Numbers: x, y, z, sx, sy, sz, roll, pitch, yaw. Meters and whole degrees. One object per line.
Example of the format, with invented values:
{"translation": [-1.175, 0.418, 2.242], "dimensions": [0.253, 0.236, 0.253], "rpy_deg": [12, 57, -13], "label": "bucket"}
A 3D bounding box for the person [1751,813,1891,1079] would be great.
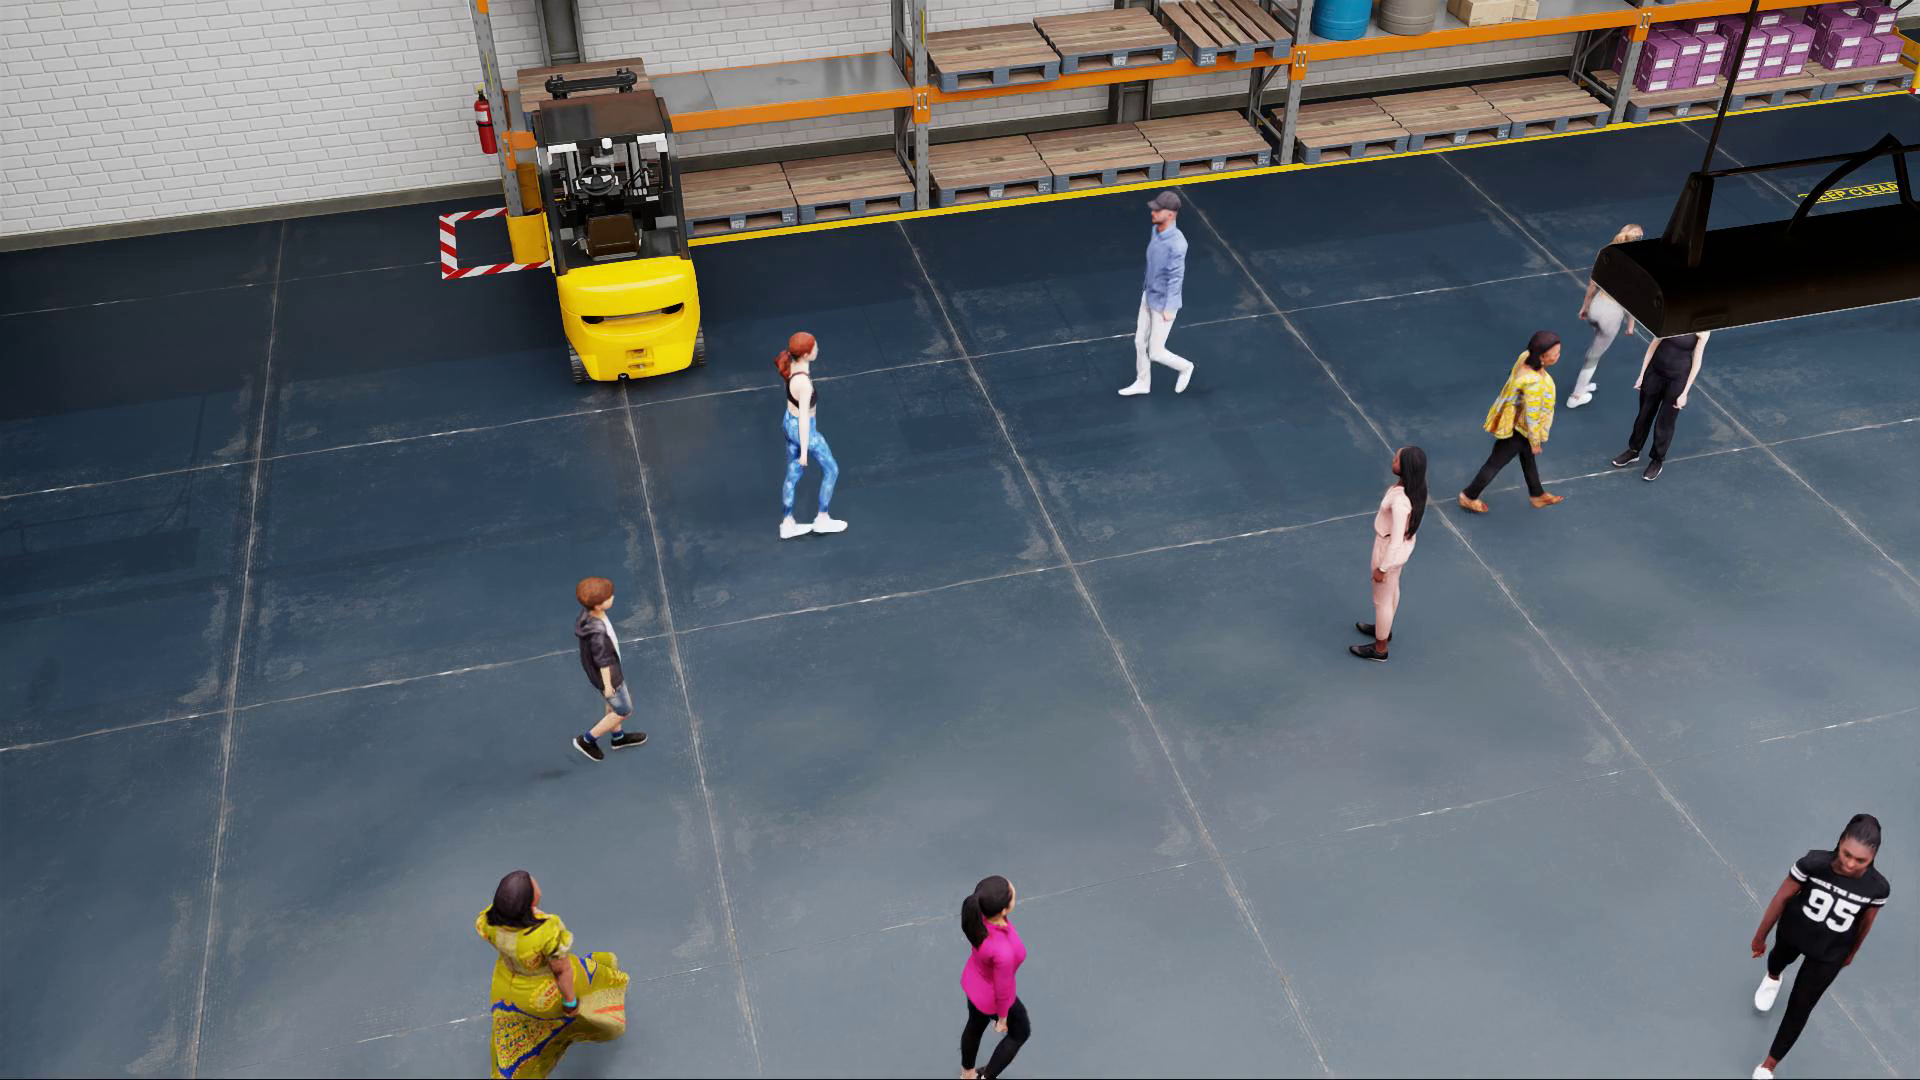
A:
{"translation": [4.518, 2.068, 8.824], "dimensions": [1.137, 1.680, 1.221], "rpy_deg": [22, 43, 25], "label": "person"}

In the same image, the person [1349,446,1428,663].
{"translation": [2.932, 0.083, 11.277], "dimensions": [0.735, 1.720, 0.701], "rpy_deg": [15, 41, 18], "label": "person"}

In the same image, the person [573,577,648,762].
{"translation": [-2.308, 0.835, 10.559], "dimensions": [0.724, 1.440, 0.580], "rpy_deg": [-14, 41, -17], "label": "person"}

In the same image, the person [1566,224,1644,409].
{"translation": [5.245, -1.810, 13.668], "dimensions": [0.712, 1.694, 0.674], "rpy_deg": [-19, 43, -23], "label": "person"}

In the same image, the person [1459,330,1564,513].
{"translation": [4.116, -0.857, 12.538], "dimensions": [1.150, 1.616, 0.996], "rpy_deg": [8, 39, 10], "label": "person"}

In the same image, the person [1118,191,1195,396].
{"translation": [1.715, -2.008, 13.768], "dimensions": [0.885, 1.879, 0.701], "rpy_deg": [-13, 40, -16], "label": "person"}

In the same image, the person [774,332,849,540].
{"translation": [-1.248, -0.720, 12.253], "dimensions": [0.790, 1.767, 0.670], "rpy_deg": [-21, 43, -24], "label": "person"}

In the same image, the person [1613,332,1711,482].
{"translation": [5.532, -1.271, 12.951], "dimensions": [0.665, 1.747, 0.656], "rpy_deg": [-29, 47, -31], "label": "person"}

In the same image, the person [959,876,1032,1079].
{"translation": [0.071, 2.333, 8.495], "dimensions": [0.657, 1.687, 0.645], "rpy_deg": [-20, 43, -23], "label": "person"}

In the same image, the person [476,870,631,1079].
{"translation": [-2.205, 2.366, 8.520], "dimensions": [1.349, 1.604, 1.255], "rpy_deg": [12, 40, 14], "label": "person"}
